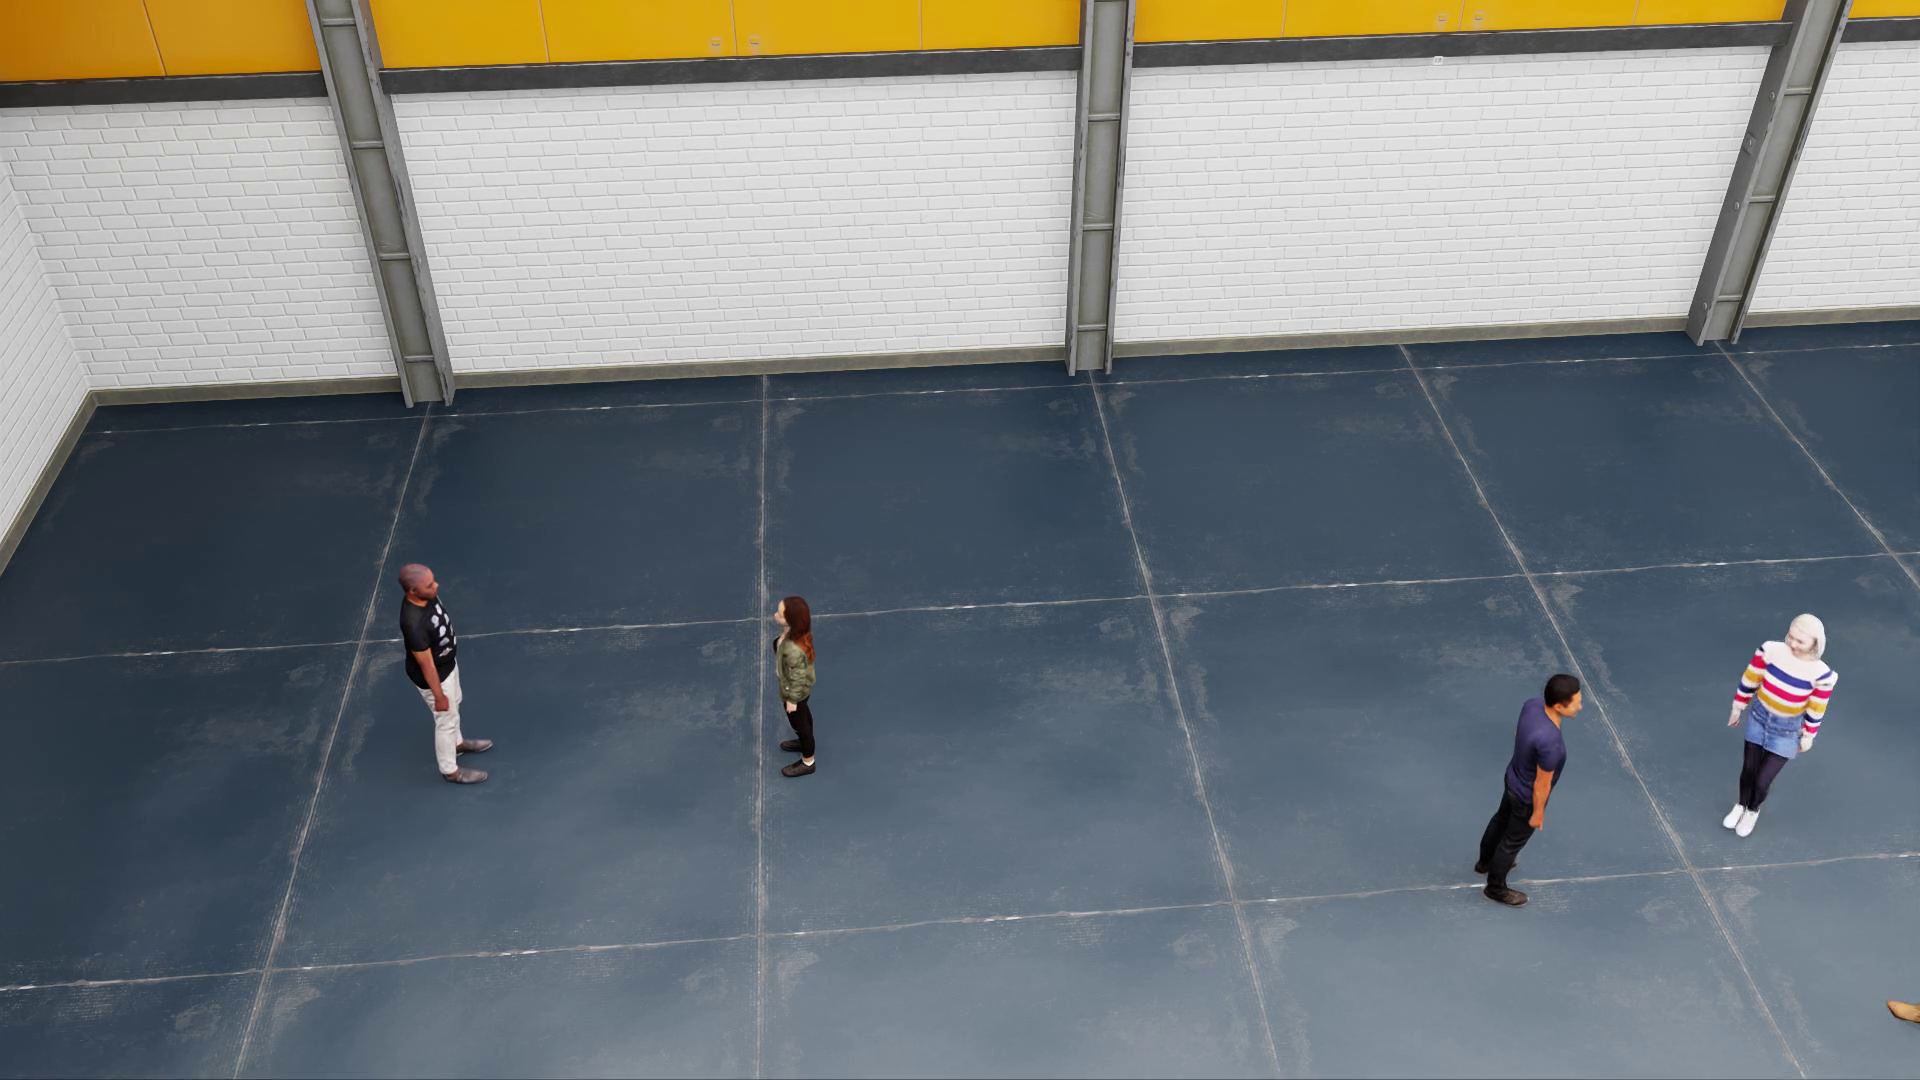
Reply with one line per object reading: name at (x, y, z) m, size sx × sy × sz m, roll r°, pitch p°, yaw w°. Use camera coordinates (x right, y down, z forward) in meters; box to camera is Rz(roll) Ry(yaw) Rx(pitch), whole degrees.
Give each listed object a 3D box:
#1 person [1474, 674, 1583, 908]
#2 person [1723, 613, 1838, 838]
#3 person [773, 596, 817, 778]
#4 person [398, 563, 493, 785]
person at (3.448, 1.495, 10.133) m, size 0.554 × 1.789 × 0.668 m, roll 1°, pitch 39°, yaw 1°
person at (5.221, 1.139, 10.573) m, size 0.802 × 1.796 × 0.774 m, roll -29°, pitch 47°, yaw -32°
person at (-1.092, 0.954, 11.061) m, size 0.500 × 1.476 × 0.576 m, roll -4°, pitch 39°, yaw -5°
person at (-3.450, 0.857, 10.921) m, size 0.610 × 1.802 × 0.669 m, roll -5°, pitch 39°, yaw -7°
